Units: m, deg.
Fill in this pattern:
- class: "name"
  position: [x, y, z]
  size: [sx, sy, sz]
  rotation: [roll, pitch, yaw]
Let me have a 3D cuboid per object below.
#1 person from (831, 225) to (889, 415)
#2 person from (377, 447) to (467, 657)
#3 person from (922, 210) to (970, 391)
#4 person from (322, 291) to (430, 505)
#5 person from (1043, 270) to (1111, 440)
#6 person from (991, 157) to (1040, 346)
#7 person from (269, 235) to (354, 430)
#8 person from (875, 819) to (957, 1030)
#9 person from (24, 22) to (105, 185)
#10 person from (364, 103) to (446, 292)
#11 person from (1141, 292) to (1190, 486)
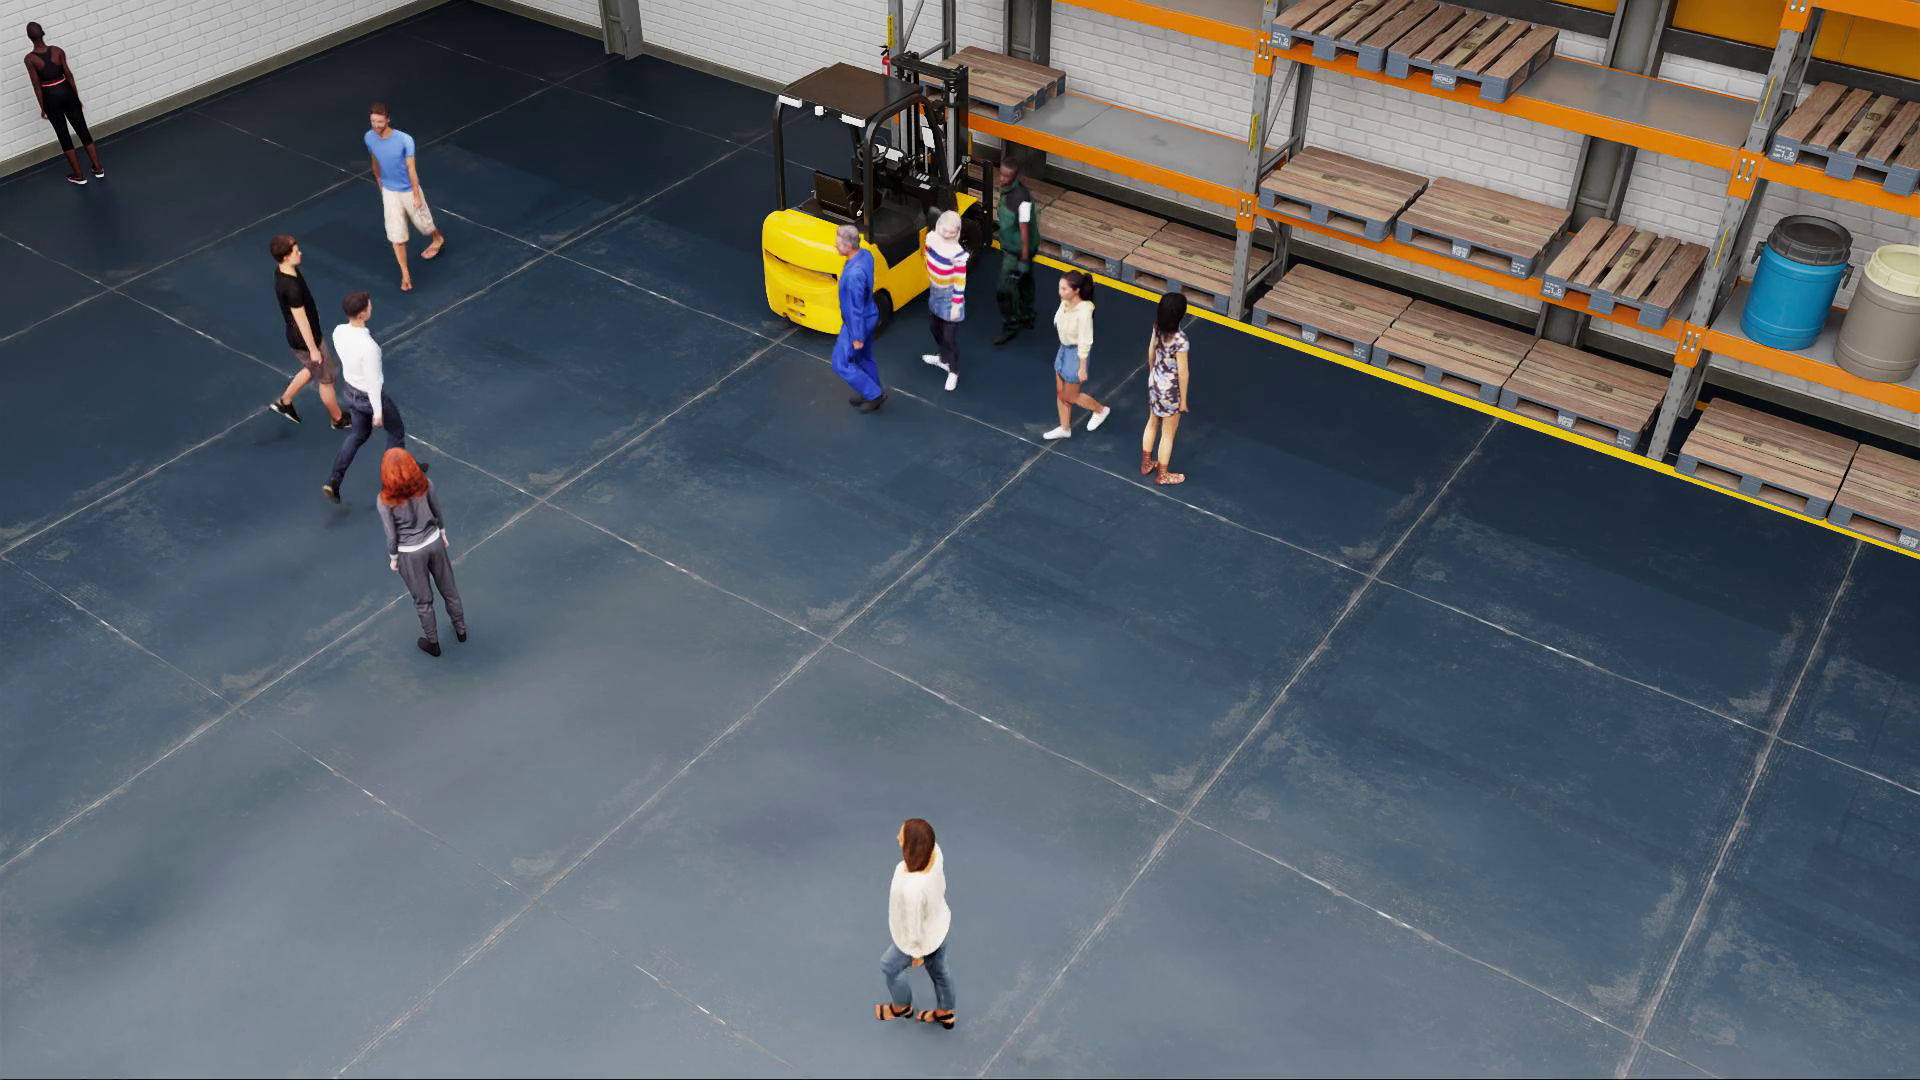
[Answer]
- class: "person"
  position: [-0.769, -1.837, 14.114]
  size: [0.892, 1.810, 0.893]
  rotation: [6, 39, 7]
- class: "person"
  position: [-3.810, 0.073, 11.746]
  size: [0.627, 1.779, 0.580]
  rotation: [-28, 47, -31]
- class: "person"
  position: [-0.119, -2.143, 14.522]
  size: [0.942, 1.779, 0.650]
  rotation: [-18, 42, -22]
- class: "person"
  position: [-4.770, -1.088, 13.157]
  size: [1.067, 1.834, 0.741]
  rotation: [22, 43, 25]
- class: "person"
  position: [1.016, -1.542, 13.894]
  size: [0.942, 1.622, 0.902]
  rotation: [-12, 40, -15]
- class: "person"
  position: [0.557, -2.654, 15.131]
  size: [1.003, 1.818, 0.934]
  rotation: [-4, 39, -5]
- class: "person"
  position: [-5.550, -1.684, 13.892]
  size: [1.029, 1.848, 1.054]
  rotation: [-16, 41, -19]
- class: "person"
  position: [-0.131, 2.170, 9.212]
  size: [0.782, 1.665, 0.723]
  rotation: [13, 40, 16]
- class: "person"
  position: [-9.565, -4.657, 17.687]
  size: [0.576, 1.757, 0.614]
  rotation: [31, 48, 33]
- class: "person"
  position: [-5.368, -3.406, 16.066]
  size: [1.157, 1.826, 1.092]
  rotation: [5, 39, 6]
- class: "person"
  position: [1.664, -1.225, 13.410]
  size: [0.722, 1.733, 0.598]
  rotation: [-19, 42, -22]
